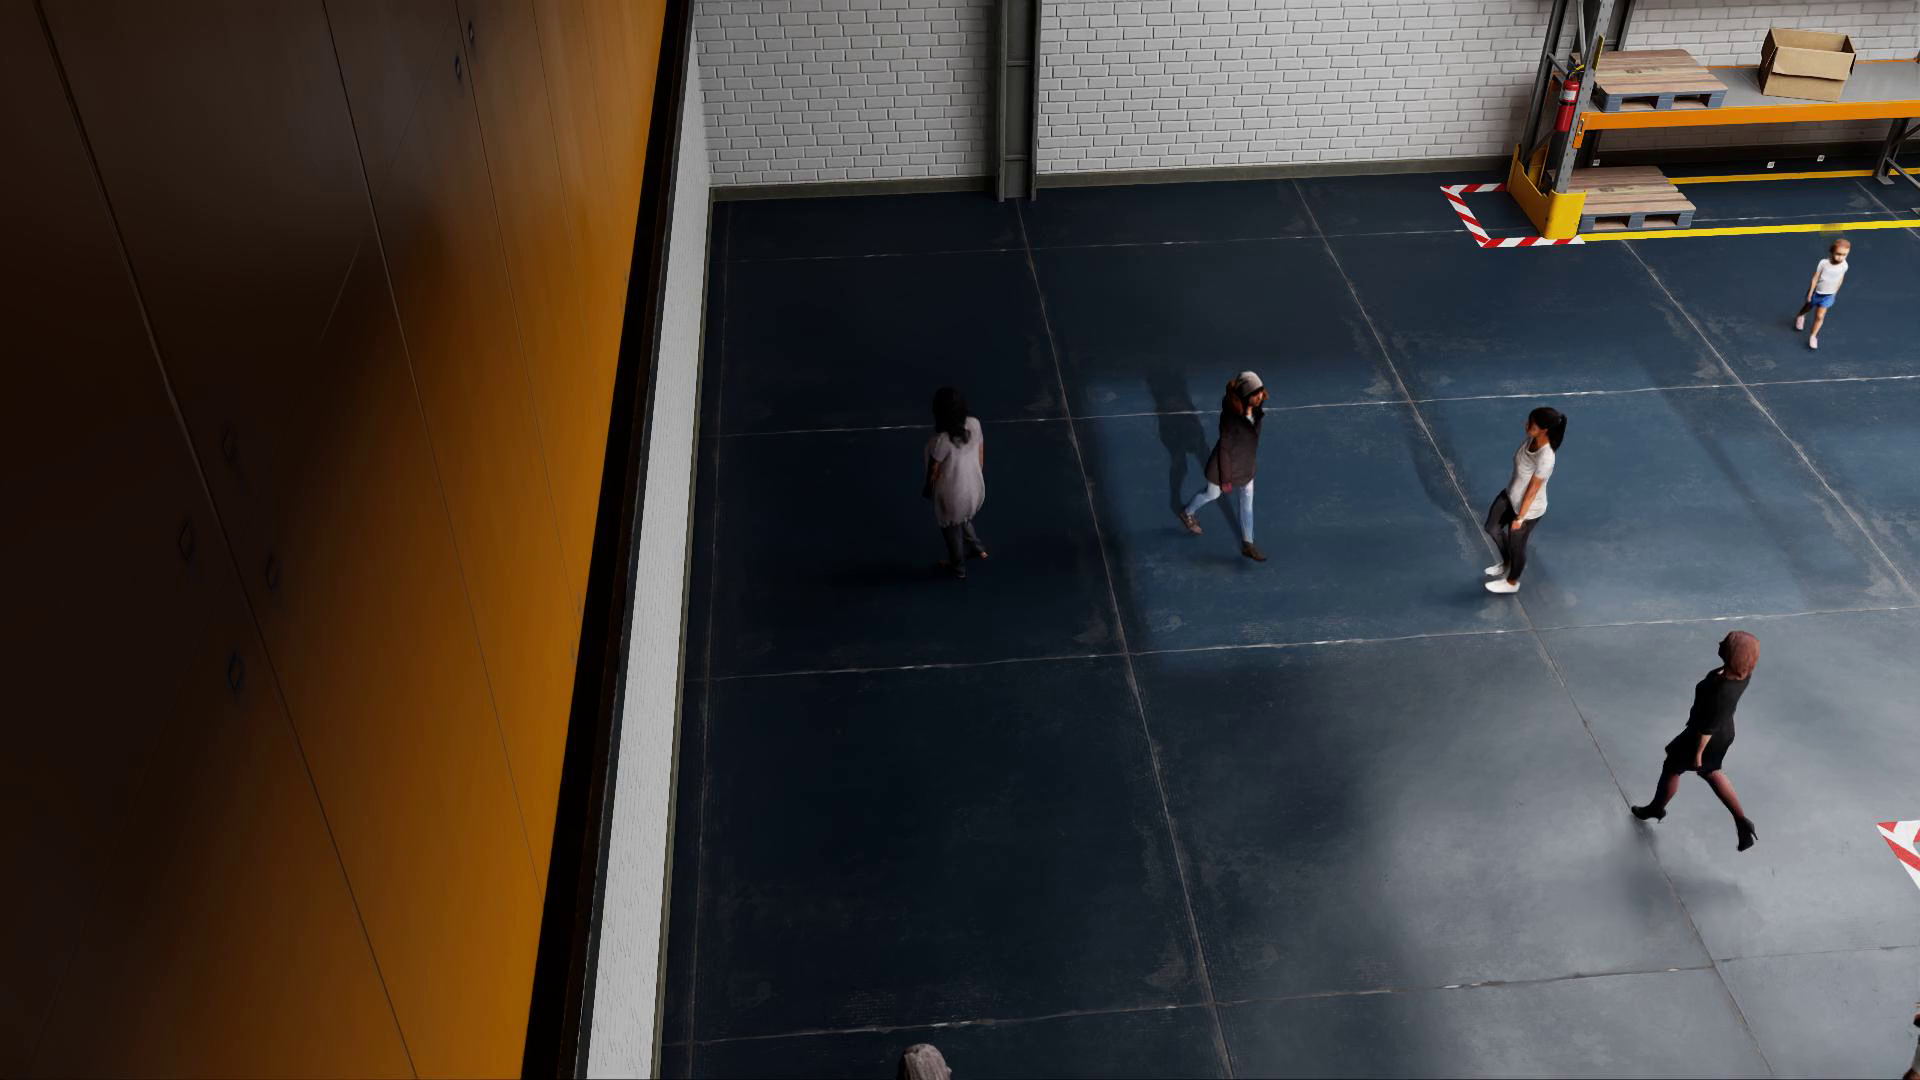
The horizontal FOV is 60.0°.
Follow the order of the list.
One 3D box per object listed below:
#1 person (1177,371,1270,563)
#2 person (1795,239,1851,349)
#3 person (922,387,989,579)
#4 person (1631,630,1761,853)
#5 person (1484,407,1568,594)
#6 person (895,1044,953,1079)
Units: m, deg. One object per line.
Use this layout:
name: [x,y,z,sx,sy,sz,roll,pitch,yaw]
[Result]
person: [1.983,-0.605,12.445,1.098,1.605,1.082,-30,47,-32]
person: [7.782,-2.279,15.022,0.710,1.005,0.630,11,40,13]
person: [0.022,-0.368,12.157,0.840,1.594,0.781,28,46,31]
person: [4.601,1.239,10.071,1.004,1.687,1.002,-31,48,-32]
person: [4.151,-0.259,11.989,0.576,1.632,0.572,0,39,0]
person: [-0.094,2.922,7.923,0.823,1.737,0.646,-6,39,-7]
